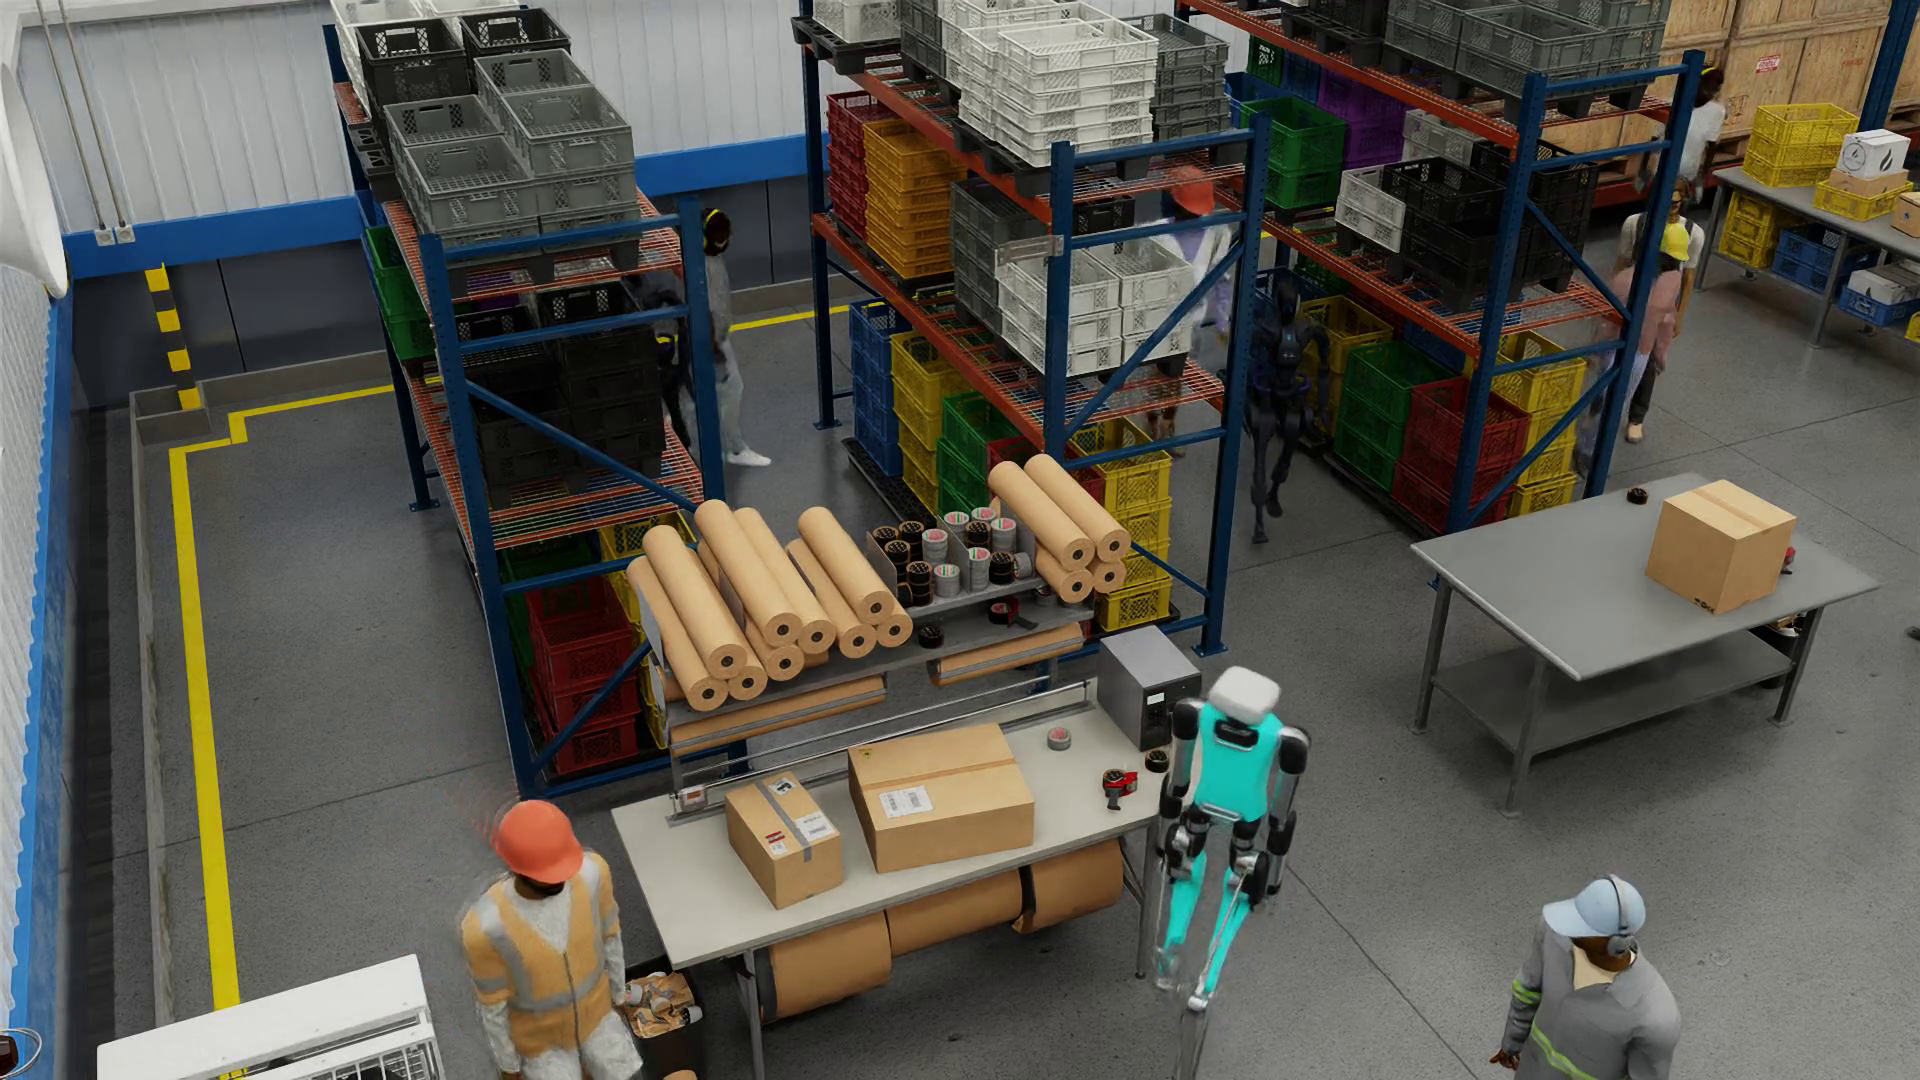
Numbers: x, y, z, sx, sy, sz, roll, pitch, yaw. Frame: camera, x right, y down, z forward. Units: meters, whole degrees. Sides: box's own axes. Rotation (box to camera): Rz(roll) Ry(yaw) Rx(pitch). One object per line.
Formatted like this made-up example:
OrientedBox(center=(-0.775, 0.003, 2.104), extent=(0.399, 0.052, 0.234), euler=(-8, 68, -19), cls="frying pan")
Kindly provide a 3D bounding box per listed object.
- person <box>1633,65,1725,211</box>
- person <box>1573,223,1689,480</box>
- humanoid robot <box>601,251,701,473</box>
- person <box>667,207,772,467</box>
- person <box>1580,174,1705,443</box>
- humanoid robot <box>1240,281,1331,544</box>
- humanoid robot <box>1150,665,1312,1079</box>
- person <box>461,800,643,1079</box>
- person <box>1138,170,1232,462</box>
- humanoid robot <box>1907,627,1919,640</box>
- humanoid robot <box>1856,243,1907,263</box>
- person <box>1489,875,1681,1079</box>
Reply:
OrientedBox(center=(5.621, -2.825, 13.092), extent=(0.525, 1.811, 0.950), euler=(6, 32, 9), cls="person")
OrientedBox(center=(4.217, -1.171, 10.457), extent=(0.544, 1.737, 0.433), euler=(-11, 33, -17), cls="person")
OrientedBox(center=(-1.939, -1.091, 10.395), extent=(0.600, 1.642, 0.398), euler=(1, 32, 2), cls="humanoid robot")
OrientedBox(center=(-1.588, -1.268, 10.542), extent=(0.618, 1.833, 0.559), euler=(1, 32, 2), cls="person")
OrientedBox(center=(4.506, -1.518, 10.932), extent=(0.504, 1.845, 0.347), euler=(15, 35, 23), cls="person")
OrientedBox(center=(1.933, -0.759, 9.893), extent=(0.609, 1.630, 0.759), euler=(0, 32, -1), cls="humanoid robot")
OrientedBox(center=(0.895, 1.416, 6.299), extent=(0.554, 1.792, 0.923), euler=(14, 34, 22), cls="humanoid robot")
OrientedBox(center=(-1.397, 1.625, 5.762), extent=(0.543, 1.921, 0.510), euler=(-24, 39, -34), cls="person")
OrientedBox(center=(1.400, -1.406, 10.598), extent=(0.605, 2.017, 0.565), euler=(-10, 33, -16), cls="person")
OrientedBox(center=(5.468, -0.053, 8.719), extent=(0.609, 1.646, 0.560), euler=(-22, 38, -32), cls="humanoid robot")
OrientedBox(center=(7.271, -2.531, 12.702), extent=(0.530, 1.794, 0.834), euler=(-25, 39, -34), cls="humanoid robot")
OrientedBox(center=(1.995, 1.819, 5.508), extent=(0.388, 1.849, 0.597), euler=(-14, 34, -21), cls="person")
